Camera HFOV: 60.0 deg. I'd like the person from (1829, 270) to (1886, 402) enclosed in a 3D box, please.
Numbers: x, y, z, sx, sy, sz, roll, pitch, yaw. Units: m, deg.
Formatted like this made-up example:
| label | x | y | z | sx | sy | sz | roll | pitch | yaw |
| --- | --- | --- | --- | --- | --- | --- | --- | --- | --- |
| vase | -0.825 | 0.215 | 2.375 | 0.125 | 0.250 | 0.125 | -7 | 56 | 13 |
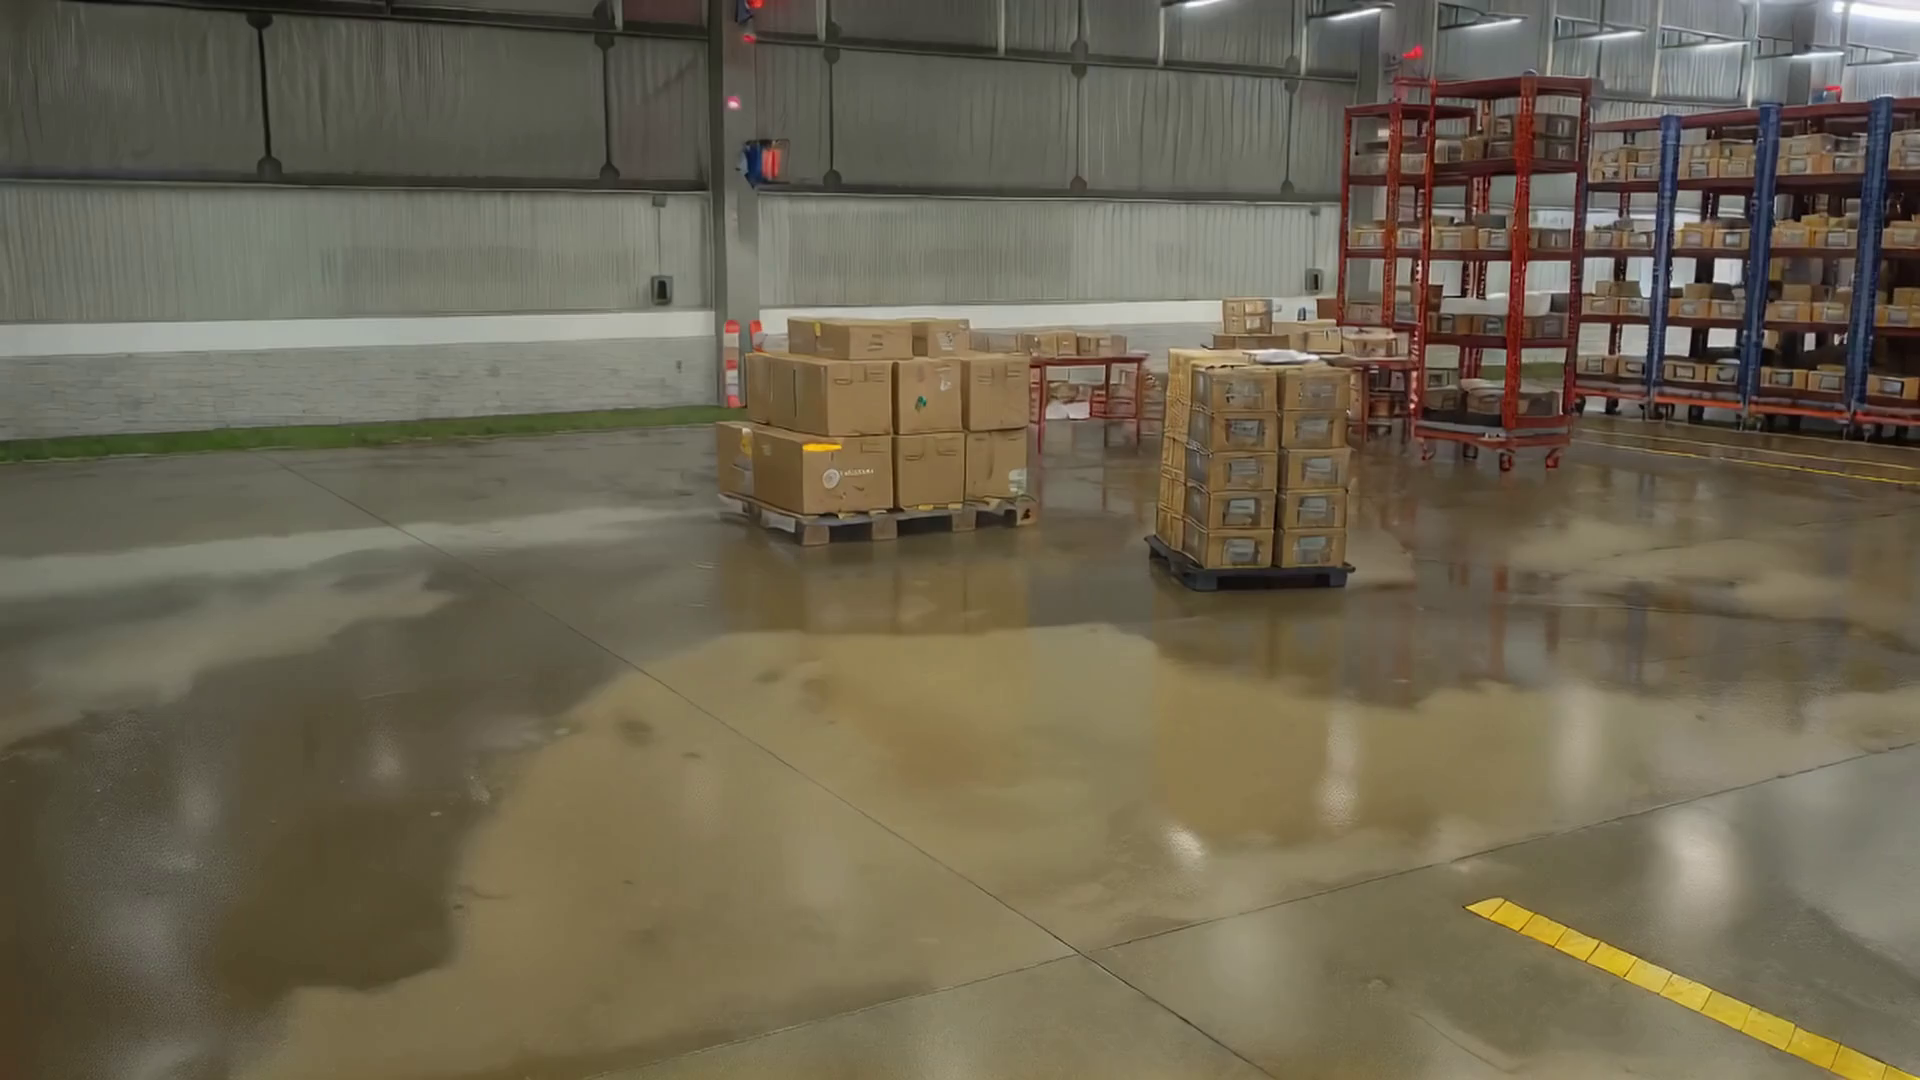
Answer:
| label | x | y | z | sx | sy | sz | roll | pitch | yaw |
| --- | --- | --- | --- | --- | --- | --- | --- | --- | --- |
| person | 11.683 | -2.632 | 21.658 | 0.581 | 1.798 | 0.967 | -9 | 14 | -42 |
